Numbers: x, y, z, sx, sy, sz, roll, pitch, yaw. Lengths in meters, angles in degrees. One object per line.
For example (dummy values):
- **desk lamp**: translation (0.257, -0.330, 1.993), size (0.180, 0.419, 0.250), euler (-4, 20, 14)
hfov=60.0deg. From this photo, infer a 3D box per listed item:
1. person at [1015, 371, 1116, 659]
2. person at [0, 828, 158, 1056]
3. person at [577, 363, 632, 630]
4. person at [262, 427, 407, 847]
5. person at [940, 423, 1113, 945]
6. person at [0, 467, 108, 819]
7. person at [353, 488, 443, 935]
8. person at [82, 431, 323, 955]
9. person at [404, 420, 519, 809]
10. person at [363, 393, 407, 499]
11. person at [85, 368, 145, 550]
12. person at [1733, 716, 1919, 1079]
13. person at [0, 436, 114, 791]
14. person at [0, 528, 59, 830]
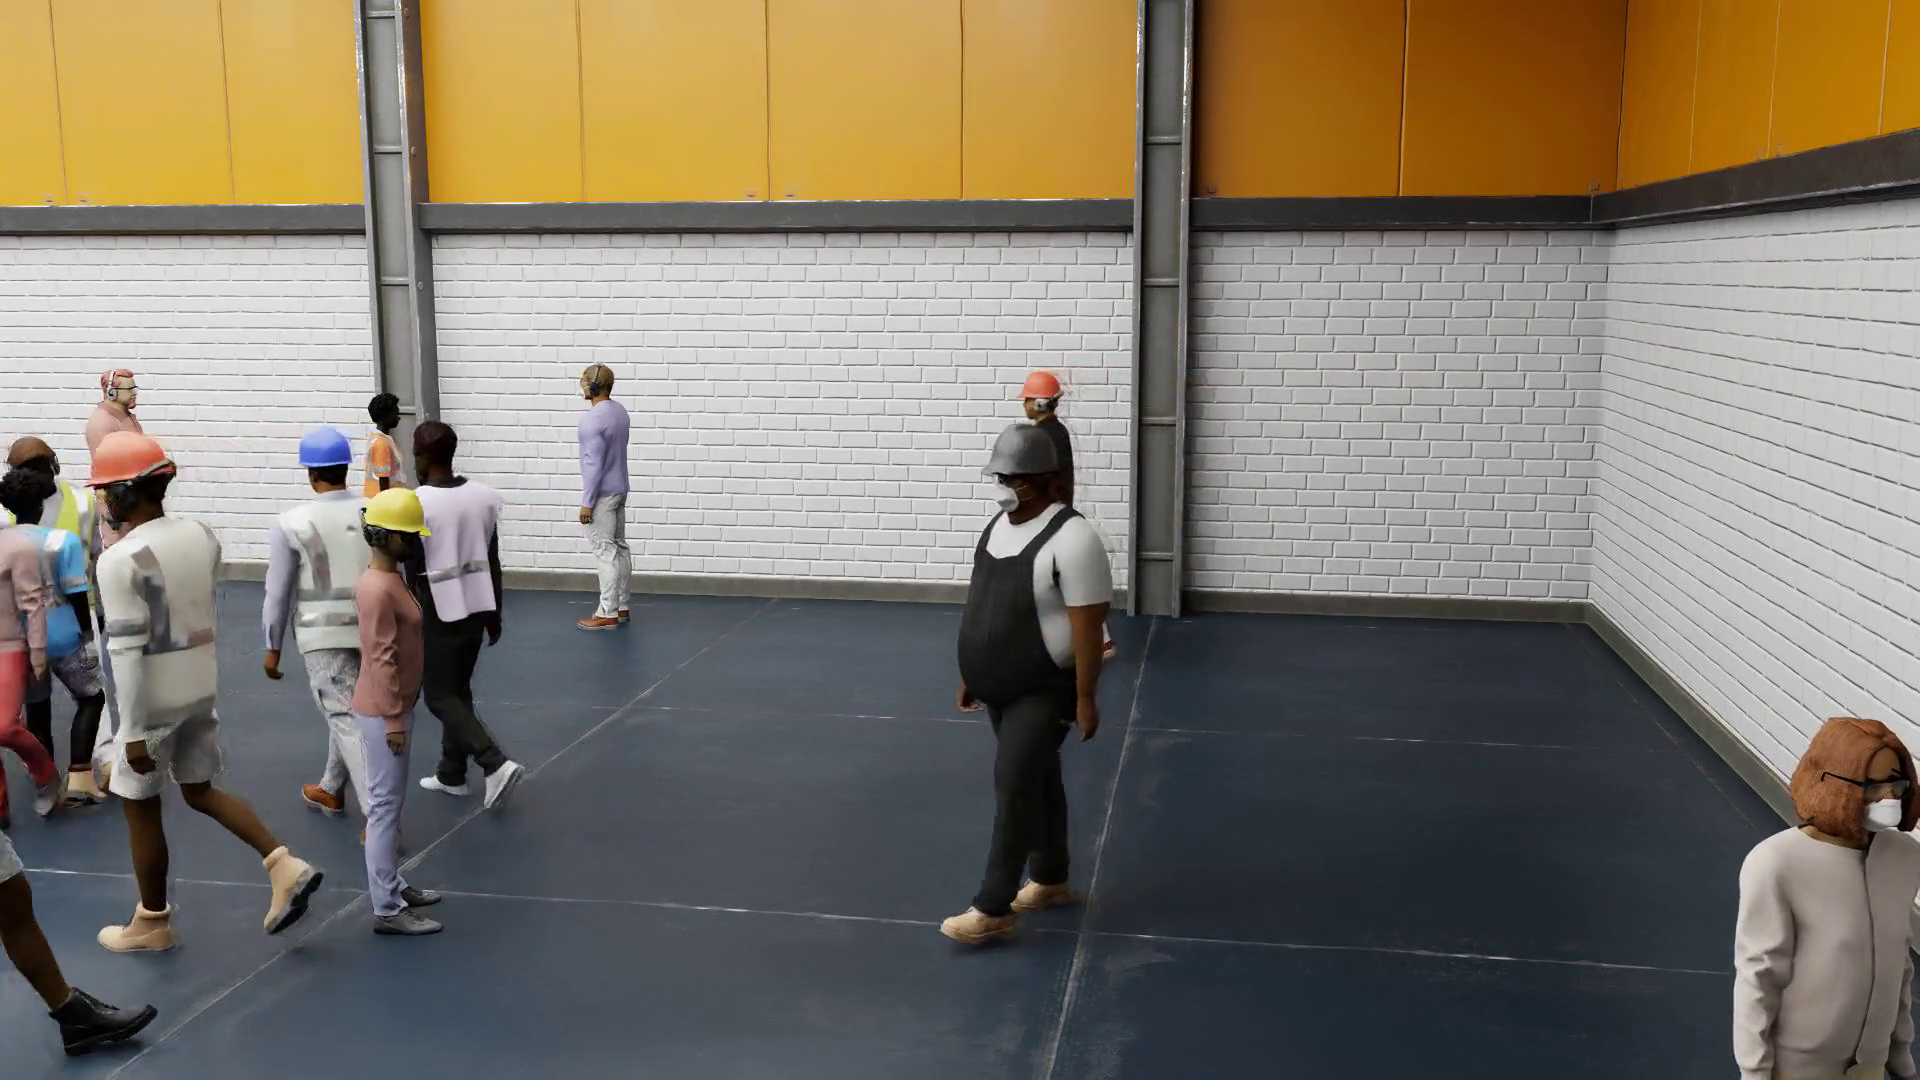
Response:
- **person**: translation (0.591, -0.151, 11.089), size (1.018, 1.947, 0.633), euler (2, 9, 11)
- **person**: translation (-3.208, 0.819, 5.268), size (1.022, 1.884, 0.563), euler (-3, 10, -20)
- **person**: translation (-2.600, -0.314, 12.103), size (0.372, 1.940, 0.632), euler (1, 9, 9)
- **person**: translation (-2.838, 0.436, 7.611), size (0.992, 1.902, 0.615), euler (8, 12, 40)
- **person**: translation (0.148, 0.540, 6.520), size (0.861, 2.000, 0.705), euler (-5, 11, -30)
- **person**: translation (-4.362, 0.493, 7.911), size (0.558, 1.673, 0.369), euler (0, 9, 2)
- **person**: translation (-2.226, 0.670, 6.588), size (0.327, 1.760, 0.523), euler (-3, 10, -16)
- **person**: translation (-2.893, 0.600, 6.226), size (0.790, 2.024, 0.612), euler (2, 9, 13)
- **person**: translation (-2.430, 0.367, 8.064), size (0.699, 1.897, 0.598), euler (6, 11, 31)
- **person**: translation (-4.337, -0.265, 12.571), size (0.321, 1.689, 0.530), euler (-3, 10, -15)
- **person**: translation (-6.013, -0.282, 12.000), size (0.401, 1.906, 0.650), euler (-2, 9, -12)
- **person**: translation (1.949, 1.191, 3.749), size (0.498, 1.634, 0.278), euler (-3, 10, -19)
- **person**: translation (-4.528, 0.382, 8.275), size (0.636, 1.786, 0.976), euler (-9, 13, -43)
- **person**: translation (-4.455, 0.512, 7.628), size (0.525, 1.741, 0.415), euler (0, 9, 3)
